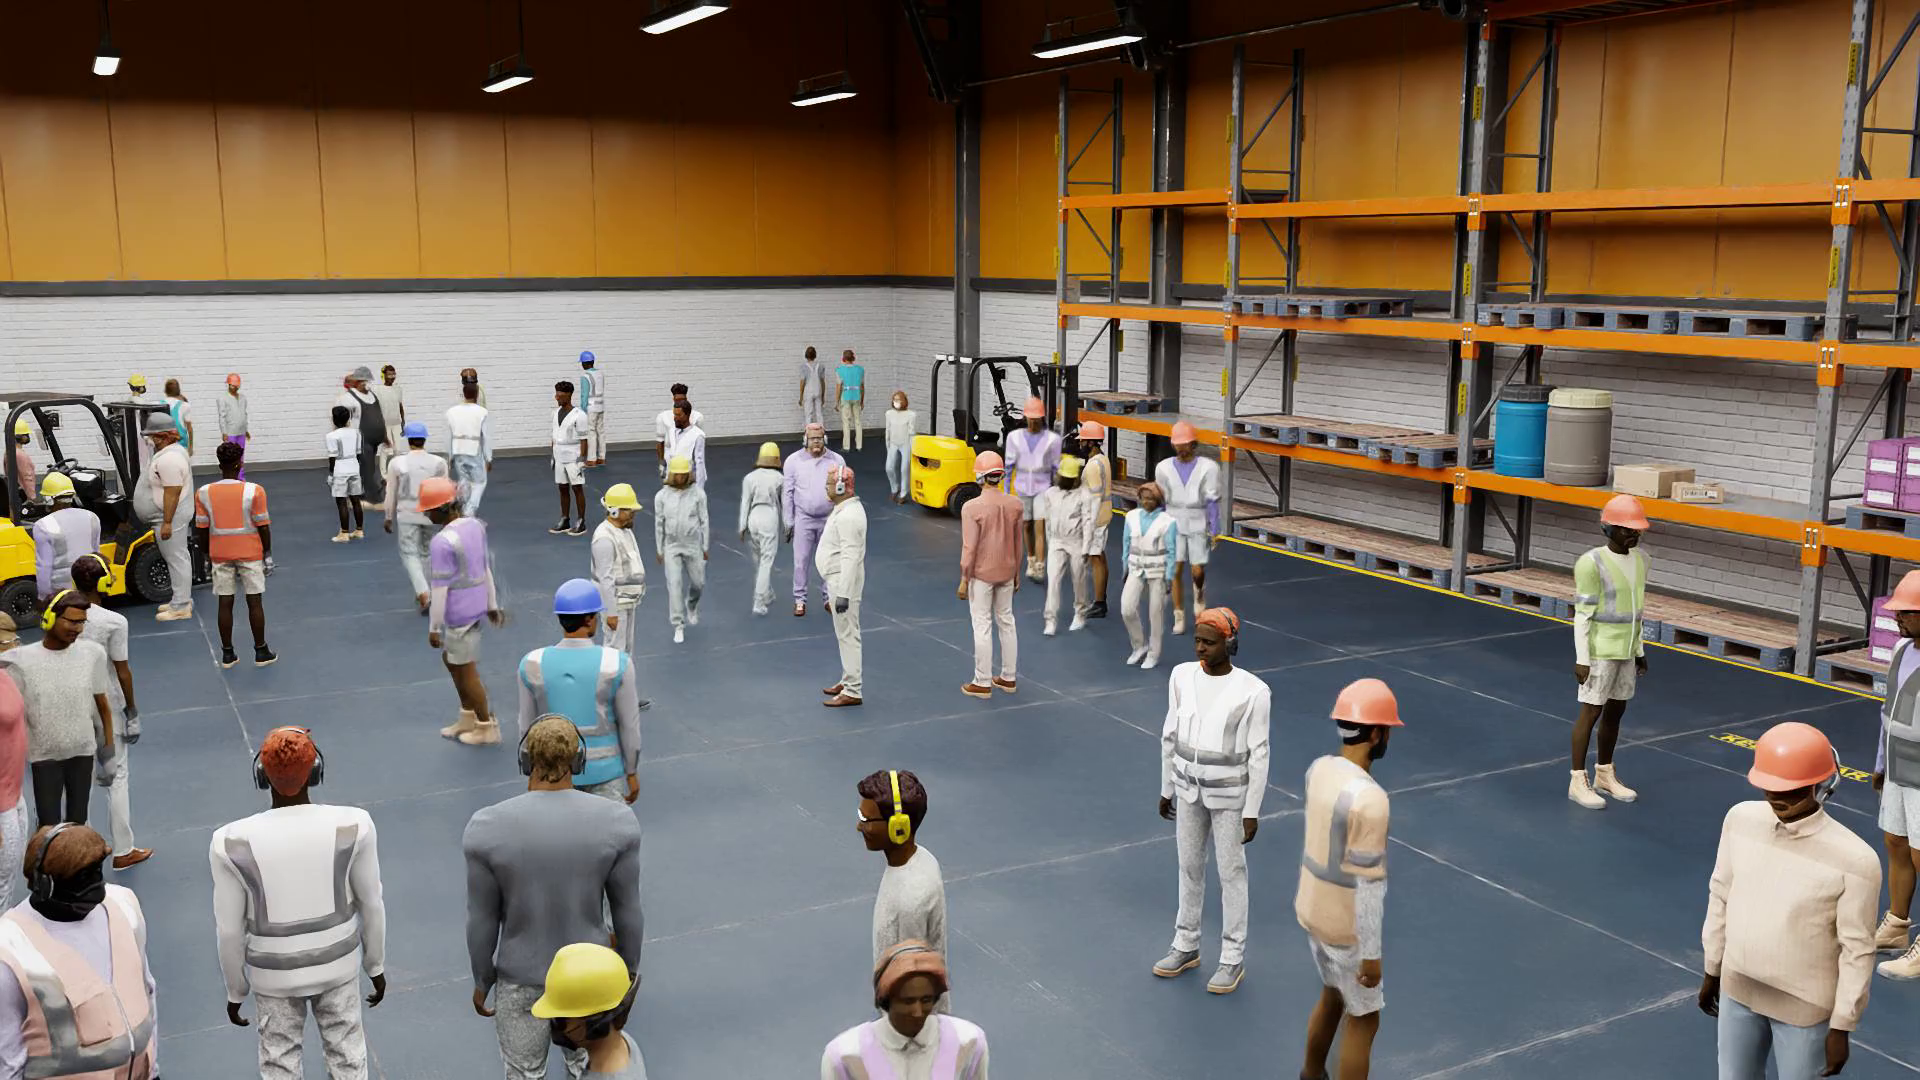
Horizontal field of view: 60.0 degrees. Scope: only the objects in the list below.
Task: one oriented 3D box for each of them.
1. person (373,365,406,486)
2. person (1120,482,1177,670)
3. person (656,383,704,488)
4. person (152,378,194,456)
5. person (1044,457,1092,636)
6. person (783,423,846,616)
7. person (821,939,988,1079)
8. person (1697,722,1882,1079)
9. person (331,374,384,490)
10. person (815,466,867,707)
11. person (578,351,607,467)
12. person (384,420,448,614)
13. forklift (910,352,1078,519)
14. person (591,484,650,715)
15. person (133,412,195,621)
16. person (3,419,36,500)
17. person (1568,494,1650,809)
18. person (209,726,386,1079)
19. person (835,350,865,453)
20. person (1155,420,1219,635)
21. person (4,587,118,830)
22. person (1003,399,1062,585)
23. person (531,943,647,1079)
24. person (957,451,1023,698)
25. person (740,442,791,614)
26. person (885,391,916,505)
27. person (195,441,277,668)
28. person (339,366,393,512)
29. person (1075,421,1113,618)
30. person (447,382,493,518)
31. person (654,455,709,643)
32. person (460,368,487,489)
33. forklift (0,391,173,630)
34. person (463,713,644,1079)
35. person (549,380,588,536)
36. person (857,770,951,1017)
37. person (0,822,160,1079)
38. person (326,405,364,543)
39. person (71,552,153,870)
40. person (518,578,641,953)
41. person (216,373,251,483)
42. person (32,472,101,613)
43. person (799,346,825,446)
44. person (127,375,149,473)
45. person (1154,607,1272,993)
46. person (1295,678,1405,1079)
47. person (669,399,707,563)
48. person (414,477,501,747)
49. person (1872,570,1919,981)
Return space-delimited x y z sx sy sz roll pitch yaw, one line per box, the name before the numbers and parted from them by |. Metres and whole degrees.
person | -8.724 -1.755 25.500 0.332 1.861 0.505 8 13 39
person | 1.605 0.312 14.241 0.547 1.622 0.394 7 12 34
person | -3.466 -0.978 20.707 0.608 1.966 0.372 -3 10 -19
person | -11.017 -1.351 23.282 0.539 1.827 0.701 -6 12 -32
person | 0.998 0.058 15.514 0.508 1.692 0.883 4 11 22
person | -1.420 -0.202 16.416 0.642 1.908 0.410 -3 10 -15
person | -0.159 1.943 4.862 0.515 1.629 0.315 -3 10 -15
person | 2.862 1.594 5.837 0.387 1.988 0.608 -5 11 -29
person | -8.988 -1.557 24.586 1.011 1.779 0.573 5 11 27
person | -0.939 0.359 13.180 0.408 1.906 0.652 -1 10 -3
person | -6.136 -2.178 27.704 0.416 1.939 0.604 3 10 19
person | -5.377 -0.231 16.530 0.616 1.922 0.820 -7 12 -36
forklift | 0.460 -1.461 22.833 2.313 2.155 1.214 -5 11 -28
person | -2.622 0.468 12.810 0.403 1.821 0.600 1 10 4
person | -7.771 -0.242 16.253 0.538 2.000 0.683 -4 11 -20
person | -10.229 -0.437 18.171 0.523 1.769 0.314 8 13 38
person | 4.229 0.714 10.744 0.615 2.041 0.385 -5 11 -29
person | -2.406 1.599 6.114 0.576 1.882 0.355 -5 11 -24
person | -1.951 -2.463 29.611 0.566 1.841 0.381 -6 11 -29
person | 2.152 -0.137 15.712 0.629 2.024 0.648 3 10 15
person | -4.727 1.163 8.744 0.552 1.838 0.392 -8 13 -39
person | 0.771 -0.525 18.018 0.618 1.991 1.031 2 10 12
person | -0.966 1.933 4.530 0.330 1.765 0.533 -3 10 -16
person | 0.239 0.273 13.419 0.625 1.992 0.389 -8 12 -37
person | -1.957 -0.126 16.625 0.503 1.683 0.854 2 10 14
person | -0.851 -1.303 23.570 0.505 1.620 0.345 4 11 21
person | -6.231 0.128 14.339 0.604 1.966 0.367 -1 10 -7
person | -8.139 -1.416 23.014 0.919 2.000 0.695 3 10 15
person | 1.300 -0.200 16.306 0.373 1.939 0.545 3 10 15
person | -6.368 -1.092 21.574 0.645 1.896 0.512 2 10 10
person | -2.581 0.054 15.453 0.502 1.729 0.636 -2 10 -13
person | -7.374 -1.694 25.230 0.429 1.832 0.638 -3 10 -16
forklift | -9.026 -0.363 16.508 1.214 2.155 2.313 6 11 29
person | -1.475 1.583 6.099 0.630 1.929 0.392 -3 10 -18
person | -4.964 -1.040 21.063 0.603 1.966 0.368 6 12 33
person | -0.193 1.684 5.691 0.326 1.862 0.510 -1 10 -4
person | -2.775 1.772 5.265 0.429 1.835 0.629 3 10 18
person | -7.604 -0.814 20.537 0.315 1.696 0.541 4 11 24
person | -4.999 0.996 9.657 0.505 1.864 0.331 2 10 11
person | -1.921 1.161 8.454 0.606 1.944 0.403 0 10 0
person | -10.998 -1.661 25.261 0.339 1.748 0.564 4 10 19
person | -7.165 0.367 13.345 0.404 1.833 0.590 3 10 19
person | -2.724 -2.636 30.600 0.505 1.847 0.344 -5 11 -27
person | -12.157 -1.569 24.690 0.528 1.768 0.313 9 14 44
person | 1.222 1.253 8.107 0.576 1.882 0.355 8 13 39
person | 1.557 1.496 6.597 0.420 1.918 0.578 -2 10 -10
person | -3.104 -0.659 19.042 0.383 1.913 0.594 -9 13 -42
person | -3.654 0.526 11.960 0.666 1.995 0.690 2 10 11
person | 4.694 1.154 8.211 0.393 2.041 0.613 0 10 0
